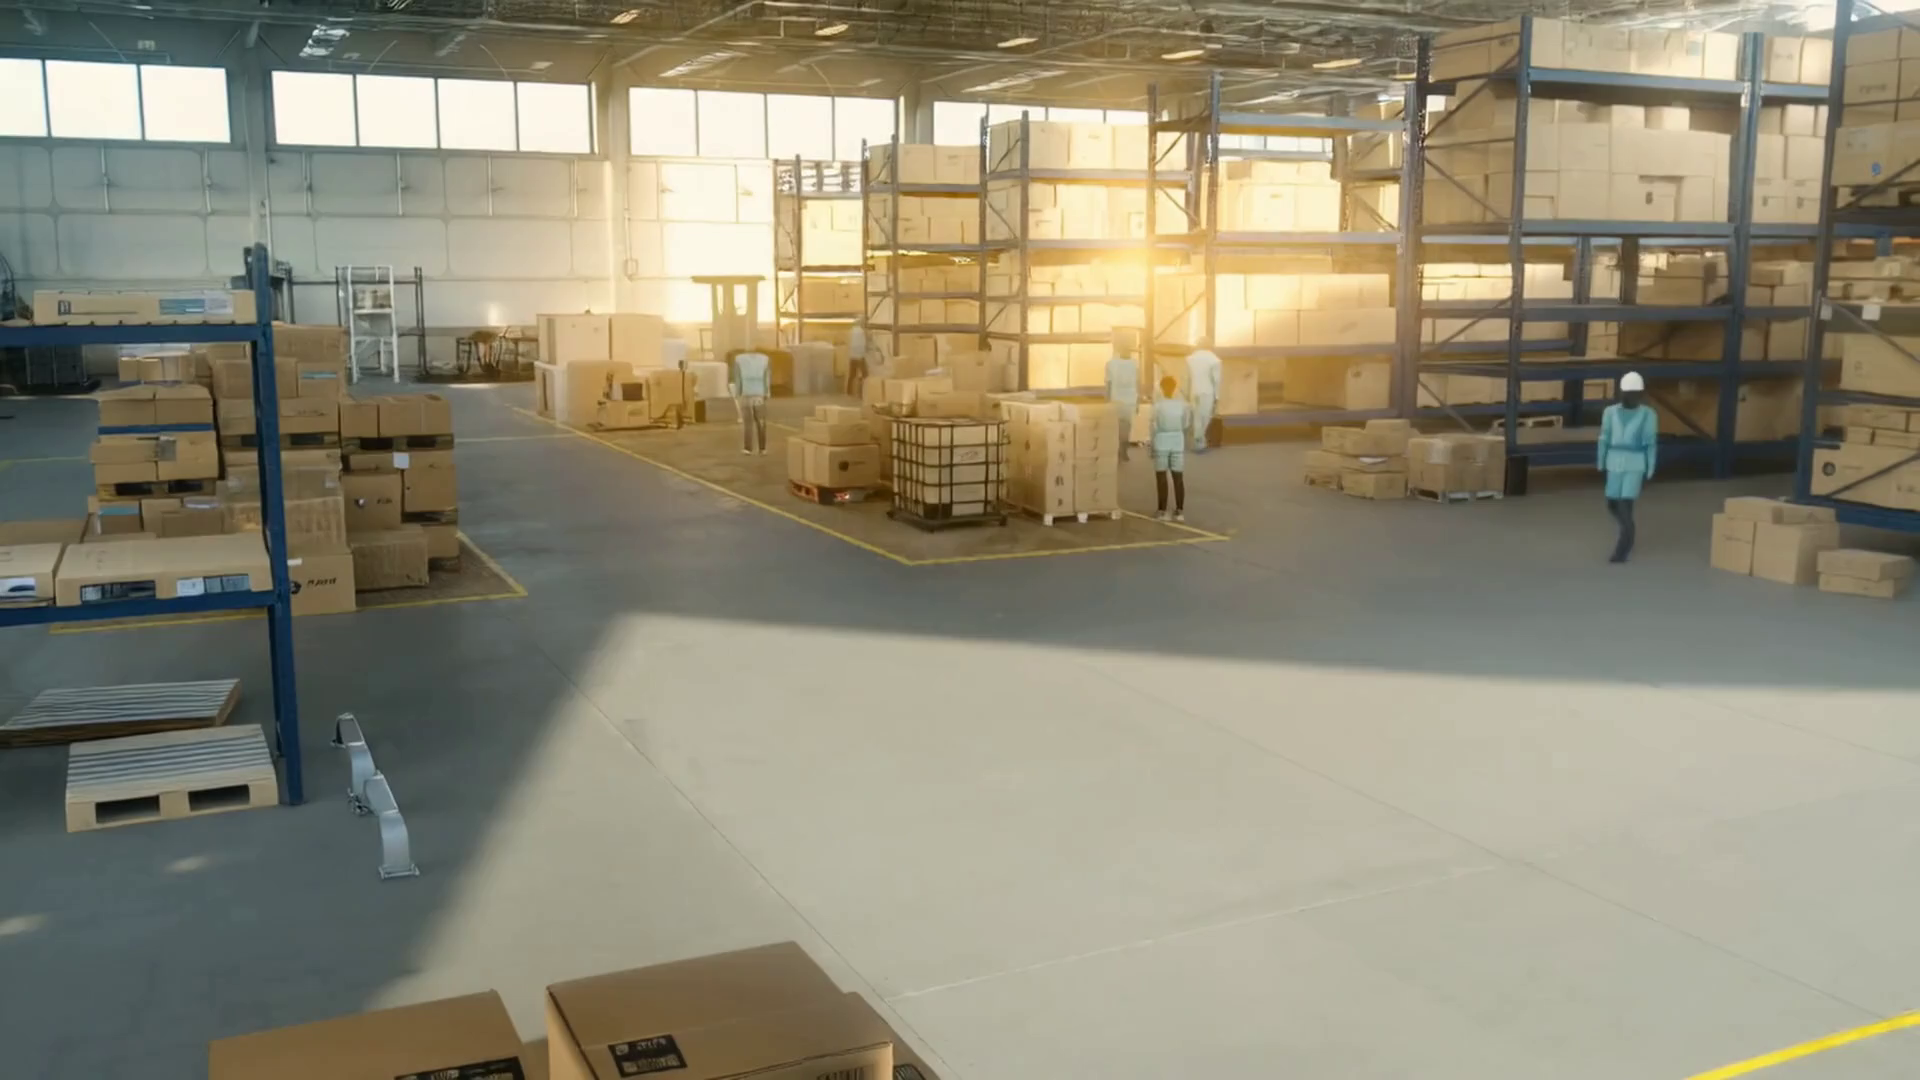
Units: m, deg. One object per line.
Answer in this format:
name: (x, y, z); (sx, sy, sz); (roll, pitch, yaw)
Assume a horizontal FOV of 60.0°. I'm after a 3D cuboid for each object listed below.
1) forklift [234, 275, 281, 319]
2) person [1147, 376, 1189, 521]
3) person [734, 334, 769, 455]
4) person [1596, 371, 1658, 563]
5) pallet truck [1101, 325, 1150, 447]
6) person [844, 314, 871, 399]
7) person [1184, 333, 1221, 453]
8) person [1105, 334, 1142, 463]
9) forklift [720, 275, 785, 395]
forklift: (-15.741, -4.569, 37.434); (1.129, 2.768, 1.873); (-4, 10, -25)
person: (2.423, -1.067, 19.381); (0.538, 1.690, 0.322); (-4, 10, -24)
person: (-3.291, -2.296, 26.316); (0.590, 1.916, 0.386); (-6, 11, -34)
person: (6.731, -0.752, 16.734); (0.545, 1.920, 0.780); (8, 12, 40)
pallet truck: (2.881, -2.596, 27.923); (0.823, 1.965, 1.885); (-1, 9, -7)
person: (-2.224, -4.185, 37.963); (1.030, 1.933, 0.629); (-5, 10, -29)
person: (3.863, -2.347, 26.628); (0.651, 1.918, 0.748); (7, 12, 39)
person: (2.502, -2.140, 25.200); (0.619, 1.954, 0.420); (-5, 10, -27)
forklift: (-5.074, -4.753, 38.575); (1.873, 2.768, 1.129); (8, 12, 39)
